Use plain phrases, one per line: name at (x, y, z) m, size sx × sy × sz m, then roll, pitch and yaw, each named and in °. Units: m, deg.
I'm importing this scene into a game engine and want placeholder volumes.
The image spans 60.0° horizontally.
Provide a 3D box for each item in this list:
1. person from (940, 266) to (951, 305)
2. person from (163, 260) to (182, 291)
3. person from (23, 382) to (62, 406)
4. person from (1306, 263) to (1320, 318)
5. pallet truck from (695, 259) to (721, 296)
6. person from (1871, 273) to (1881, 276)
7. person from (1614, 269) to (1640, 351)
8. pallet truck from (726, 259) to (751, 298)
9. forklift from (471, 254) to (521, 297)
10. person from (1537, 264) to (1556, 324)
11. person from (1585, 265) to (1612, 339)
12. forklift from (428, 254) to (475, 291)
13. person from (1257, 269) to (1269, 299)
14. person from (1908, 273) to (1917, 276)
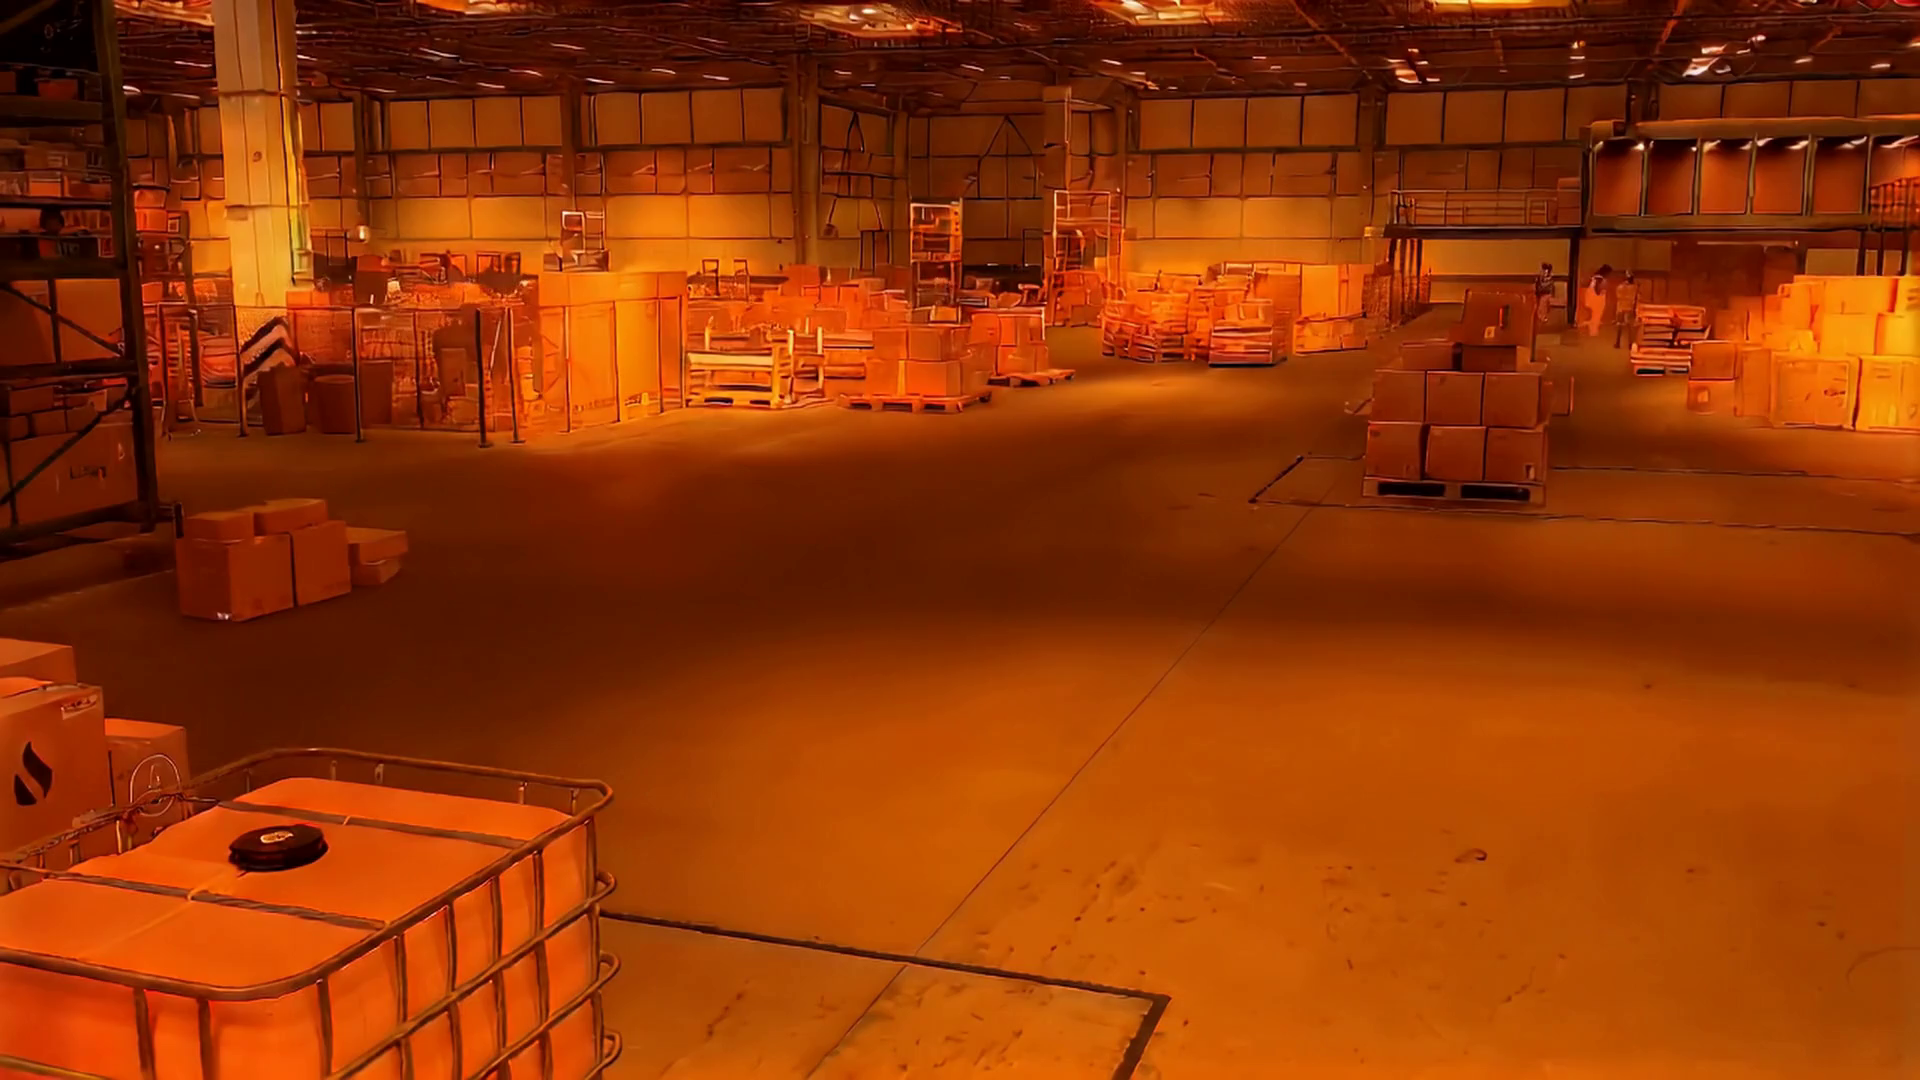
person at (-0.474, -7.531, 51.394) m, size 0.448 × 1.855 × 0.511 m, roll -6°, pitch 12°, yaw -29°
person at (-30.872, -10.056, 65.264) m, size 0.654 × 1.964 × 0.837 m, roll -8°, pitch 13°, yaw -38°
person at (-8.659, -1.120, 15.728) m, size 0.320 × 1.692 × 0.531 m, roll -3°, pitch 10°, yaw -15°
person at (12.104, -8.542, 57.051) m, size 0.619 × 1.866 × 0.598 m, roll -5°, pitch 11°, yaw -25°
pallet truck at (-9.165, -9.627, 62.776) m, size 0.823 × 1.965 × 1.885 m, roll 4°, pitch 11°, yaw 23°
person at (16.465, -3.812, 30.054) m, size 0.721 × 2.002 × 0.564 m, roll -4°, pitch 11°, yaw -24°
person at (15.790, -5.440, 39.392) m, size 0.543 × 1.928 × 0.374 m, roll 2°, pitch 10°, yaw 13°
pallet truck at (-7.986, -9.493, 62.019) m, size 0.823 × 1.965 × 1.885 m, roll 3°, pitch 11°, yaw 17°
forklift at (-17.990, -10.121, 64.684) m, size 1.157 × 1.987 × 2.680 m, roll 3°, pitch 11°, yaw 17°
person at (18.584, -7.791, 52.738) m, size 0.605 × 1.880 × 0.947 m, roll 4°, pitch 11°, yaw 20°
person at (17.002, -6.333, 44.102) m, size 0.879 × 2.000 × 0.746 m, roll -3°, pitch 10°, yaw -16°
forklift at (-20.133, -10.254, 65.465) m, size 1.157 × 1.987 × 2.680 m, roll 3°, pitch 11°, yaw 19°
person at (9.271, -7.395, 50.884) m, size 0.335 × 1.761 × 0.519 m, roll -2°, pitch 10°, yaw -12°
person at (19.430, -4.492, 34.054) m, size 0.648 × 1.927 × 0.507 m, roll 2°, pitch 10°, yaw 9°
